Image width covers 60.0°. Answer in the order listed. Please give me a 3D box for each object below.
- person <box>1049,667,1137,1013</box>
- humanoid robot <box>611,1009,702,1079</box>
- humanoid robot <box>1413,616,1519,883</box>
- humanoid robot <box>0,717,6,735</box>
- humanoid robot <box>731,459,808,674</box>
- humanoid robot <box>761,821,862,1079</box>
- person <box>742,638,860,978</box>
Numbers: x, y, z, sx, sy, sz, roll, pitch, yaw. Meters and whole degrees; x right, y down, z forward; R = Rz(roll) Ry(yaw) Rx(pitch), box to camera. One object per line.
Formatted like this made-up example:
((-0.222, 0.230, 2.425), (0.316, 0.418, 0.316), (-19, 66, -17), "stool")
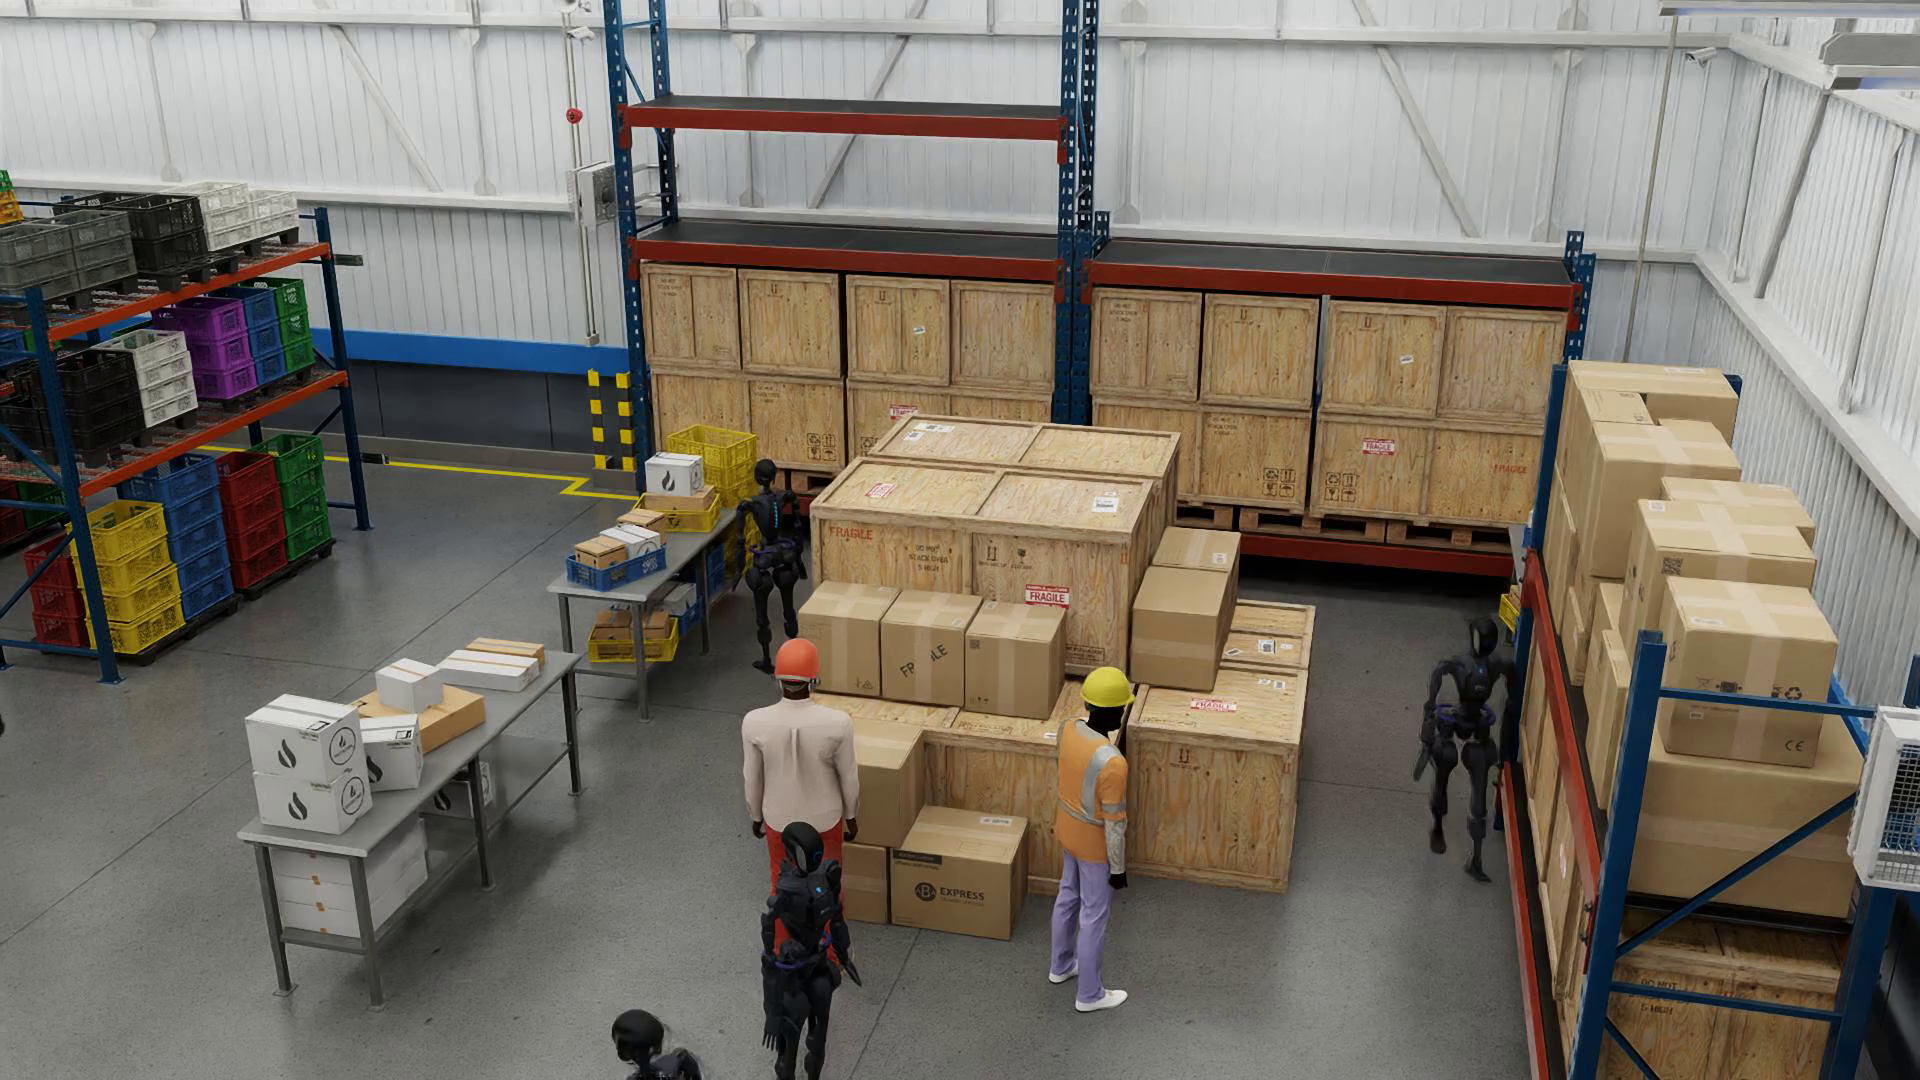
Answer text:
((0.706, 1.548, 8.694), (0.405, 1.918, 0.582), (-10, 23, -25), "person")
((-1.129, 2.544, 6.421), (0.487, 1.644, 0.607), (12, 24, 29), "humanoid robot")
((2.993, 1.222, 9.911), (0.607, 1.626, 0.738), (1, 21, 4), "humanoid robot")
((-6.321, 1.063, 10.343), (0.598, 1.635, 0.692), (-9, 23, -22), "humanoid robot")
((-1.432, 0.186, 12.569), (0.612, 1.657, 0.316), (-13, 25, -31), "humanoid robot")
((-0.715, 2.039, 7.720), (0.319, 1.657, 0.612), (14, 25, 32), "humanoid robot")
((-0.831, 1.449, 8.840), (0.607, 1.995, 0.376), (0, 21, 0), "person")
